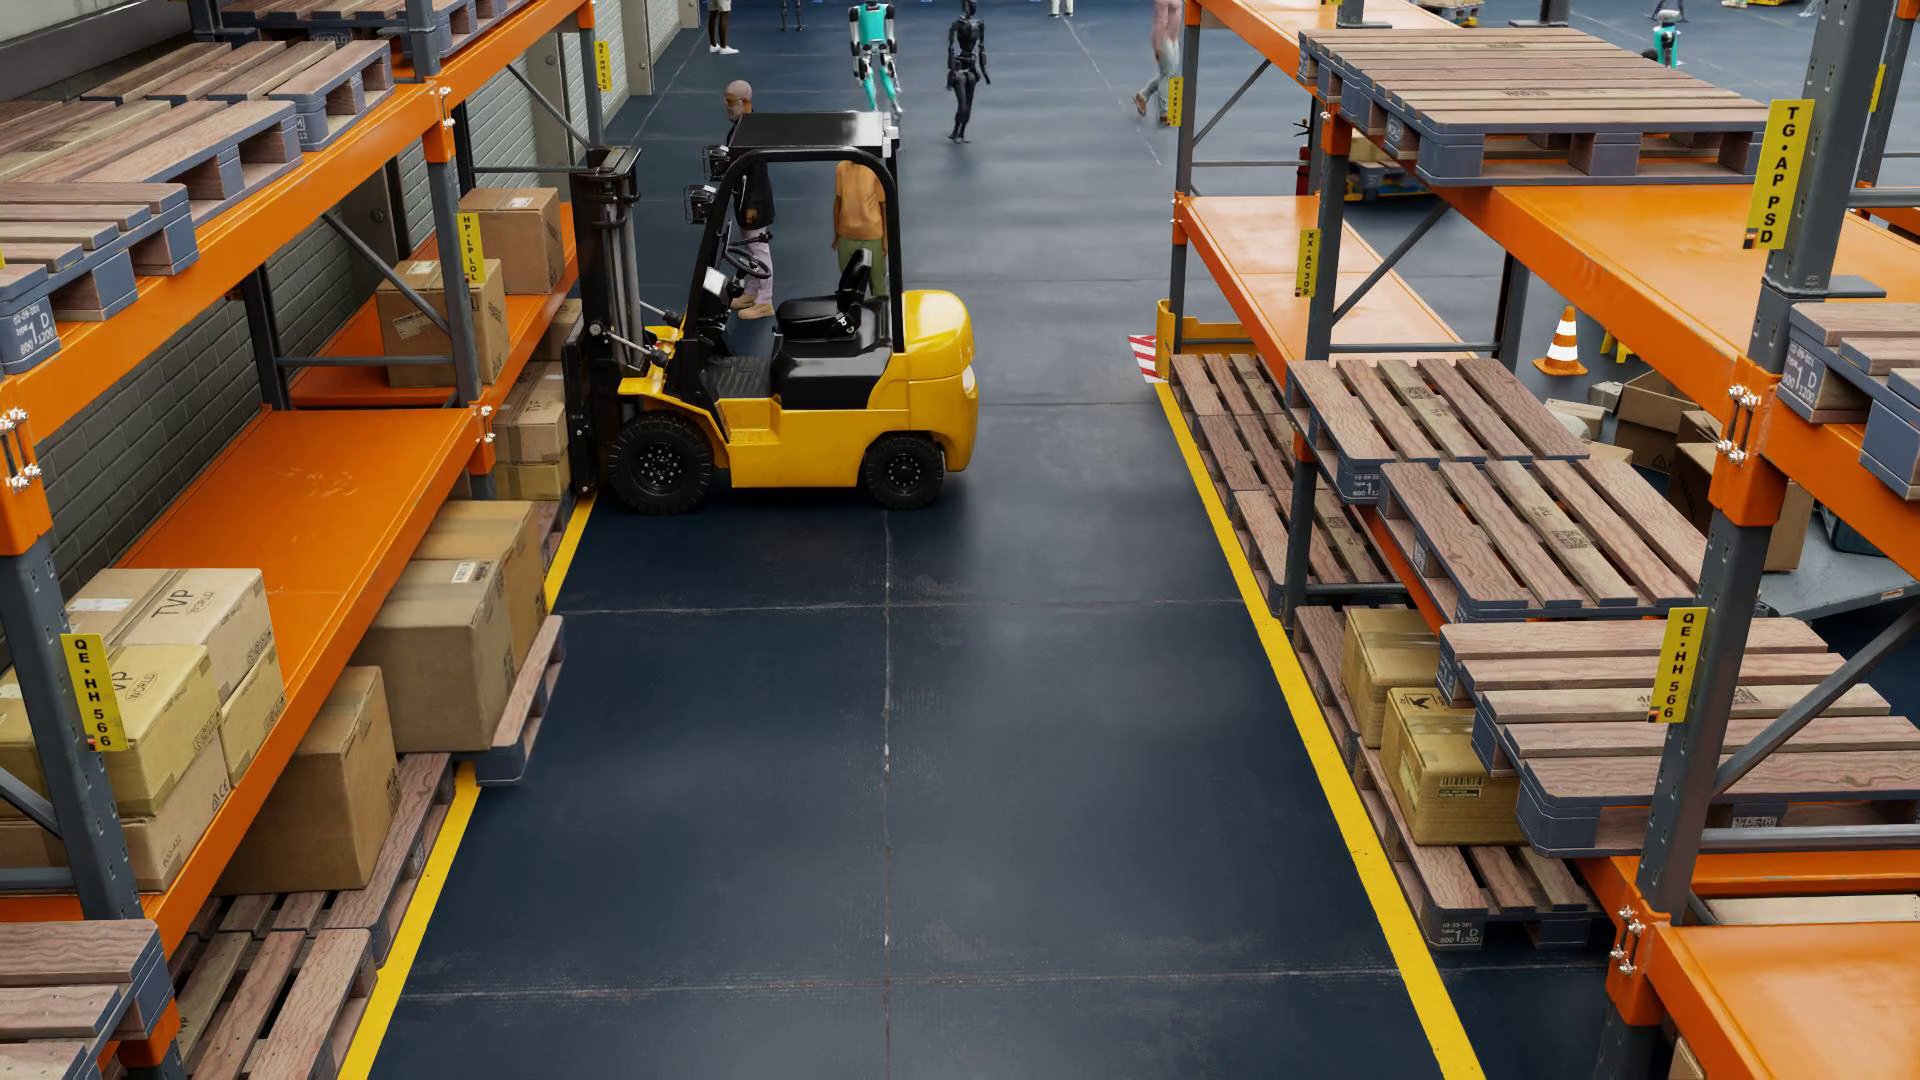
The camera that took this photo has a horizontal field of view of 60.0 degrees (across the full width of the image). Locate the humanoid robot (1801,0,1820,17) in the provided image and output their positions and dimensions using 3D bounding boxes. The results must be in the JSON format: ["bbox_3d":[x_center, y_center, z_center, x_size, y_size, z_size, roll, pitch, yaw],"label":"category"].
[{"bbox_3d":[14.683,-9.838,28.419,0.530,1.787,0.689,-20,32,-35],"label":"humanoid robot"}]

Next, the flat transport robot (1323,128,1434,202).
[{"bbox_3d":[4.382,-3.678,17.092,1.431,0.231,0.659,-5,26,-11],"label":"flat transport robot"}]

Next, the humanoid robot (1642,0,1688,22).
[{"bbox_3d":[11.939,-9.509,27.822,0.745,1.624,0.601,15,29,28],"label":"humanoid robot"}]

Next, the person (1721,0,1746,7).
[{"bbox_3d":[13.976,-10.458,29.565,0.508,1.882,0.506,-8,27,-17],"label":"person"}]

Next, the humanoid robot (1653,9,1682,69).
[{"bbox_3d":[7.528,-4.567,17.350,0.787,1.837,0.538,6,26,12],"label":"humanoid robot"}]

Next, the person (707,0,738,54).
[{"bbox_3d":[-3.621,-8.256,24.887,0.373,1.894,0.547,-22,33,-39],"label":"person"}]

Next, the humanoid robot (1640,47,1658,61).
[{"bbox_3d":[6.433,-3.810,15.750,0.585,1.638,0.579,7,26,15],"label":"humanoid robot"}]

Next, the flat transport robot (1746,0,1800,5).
[{"bbox_3d":[14.868,-9.942,30.357,1.431,0.231,0.659,-20,32,-36],"label":"flat transport robot"}]

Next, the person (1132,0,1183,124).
[{"bbox_3d":[2.446,-6.040,20.176,0.676,1.913,0.674,12,28,24],"label":"person"}]

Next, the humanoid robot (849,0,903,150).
[{"bbox_3d":[-0.905,-5.265,18.677,0.531,1.744,0.706,-8,27,-17],"label":"humanoid robot"}]

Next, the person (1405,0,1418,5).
[{"bbox_3d":[6.865,-8.474,25.418,0.563,1.837,0.382,-22,33,-39],"label":"person"}]

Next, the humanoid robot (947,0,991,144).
[{"bbox_3d":[0.075,-5.386,19.060,0.600,1.656,0.346,-21,33,-38],"label":"humanoid robot"}]

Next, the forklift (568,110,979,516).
[{"bbox_3d":[-1.043,-1.379,9.976,2.313,2.155,1.214,-1,25,-2],"label":"forklift"}]

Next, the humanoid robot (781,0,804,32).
[{"bbox_3d":[-2.786,-9.120,26.951,0.599,1.658,0.315,-1,25,-2],"label":"humanoid robot"}]

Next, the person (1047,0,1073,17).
[{"bbox_3d":[1.733,-9.880,28.510,0.568,1.737,0.389,-14,29,-28],"label":"person"}]

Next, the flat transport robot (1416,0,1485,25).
[{"bbox_3d":[7.867,-8.592,27.499,1.431,0.231,0.659,-21,32,-37],"label":"flat transport robot"}]

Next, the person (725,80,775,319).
[{"bbox_3d":[-1.658,-2.686,13.134,0.408,1.856,0.532,-8,27,-17],"label":"person"}]

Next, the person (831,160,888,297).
[{"bbox_3d":[-0.739,-2.232,12.333,0.449,1.718,0.356,8,27,17],"label":"person"}]
